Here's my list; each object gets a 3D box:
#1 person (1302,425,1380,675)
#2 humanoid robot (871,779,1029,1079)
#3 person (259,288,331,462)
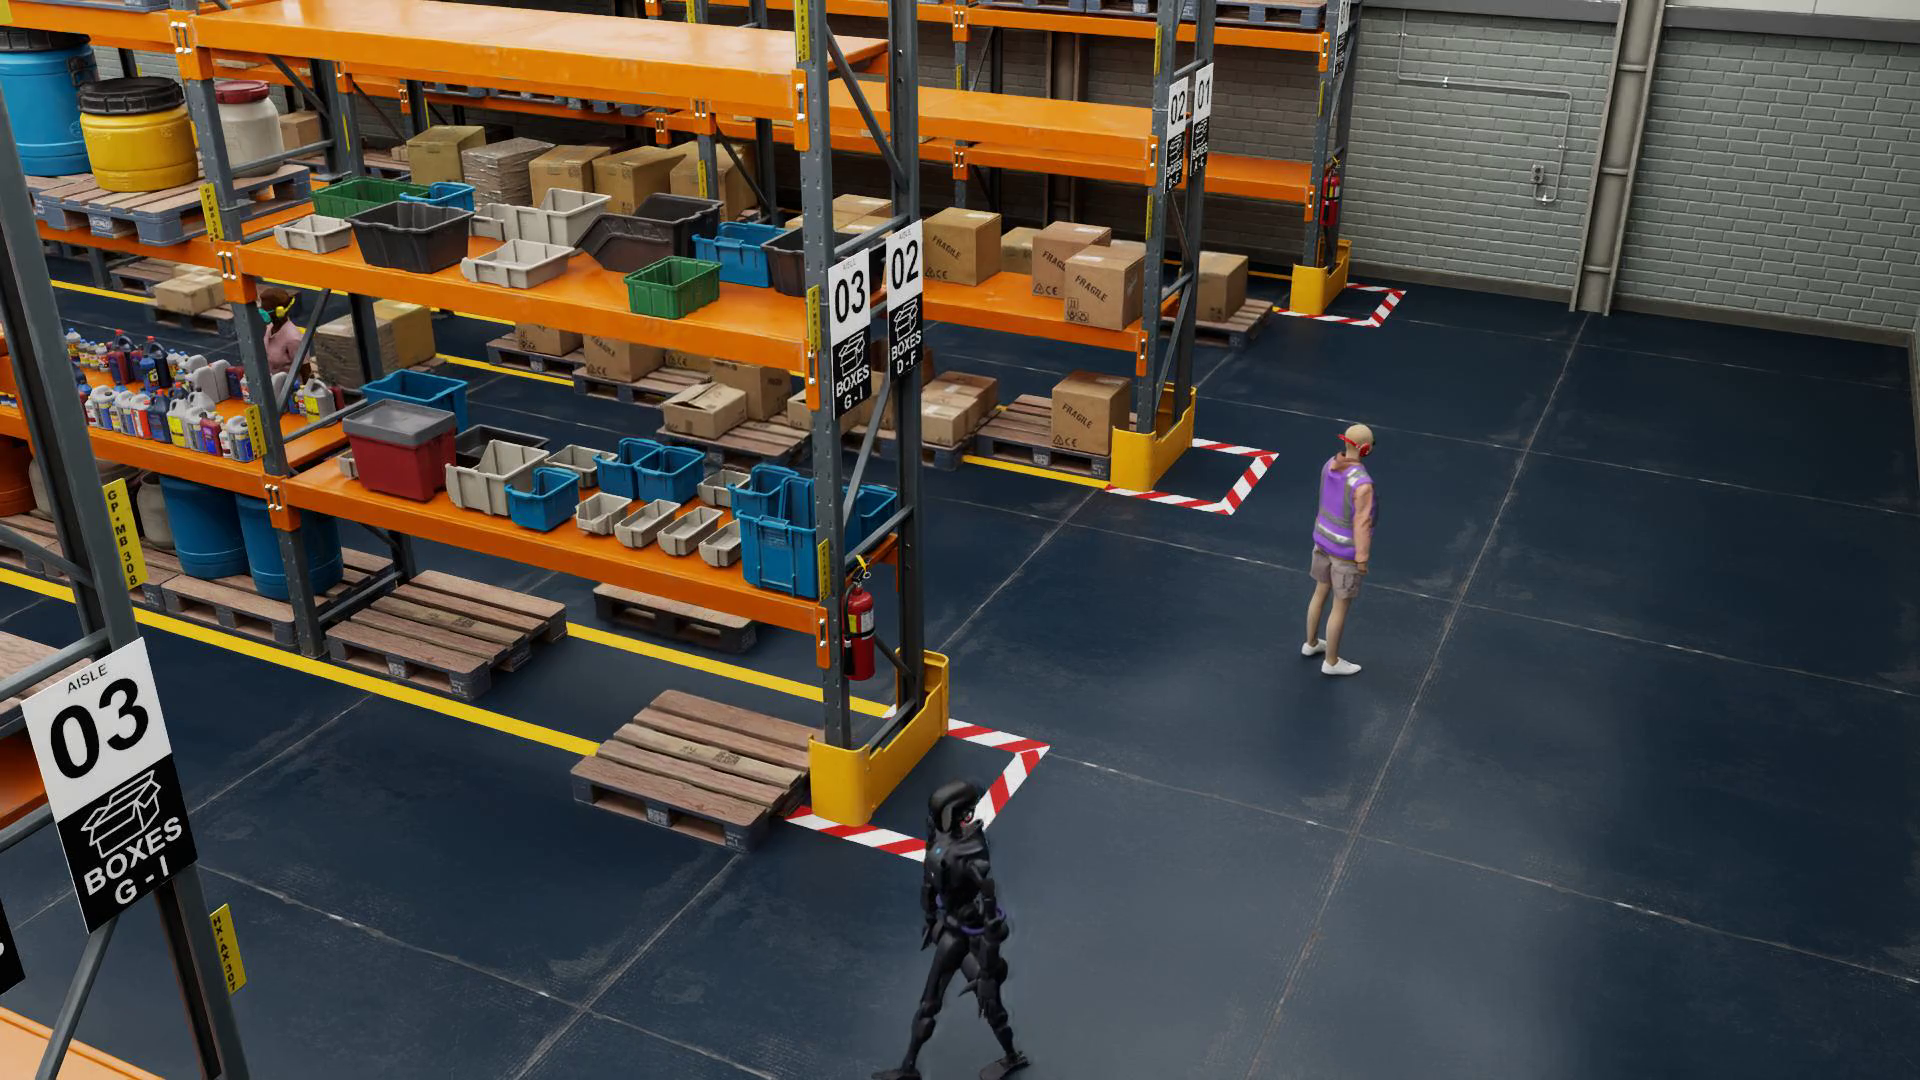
[{"bbox_3d":[2.429,0.059,10.586,0.347,1.688,0.489,-10,28,-19],"label":"person"},{"bbox_3d":[-0.009,1.749,7.213,0.753,1.625,0.588,-16,30,-29],"label":"humanoid robot"},{"bbox_3d":[-5.090,-1.063,12.729,0.528,1.801,0.336,22,34,37],"label":"person"}]
